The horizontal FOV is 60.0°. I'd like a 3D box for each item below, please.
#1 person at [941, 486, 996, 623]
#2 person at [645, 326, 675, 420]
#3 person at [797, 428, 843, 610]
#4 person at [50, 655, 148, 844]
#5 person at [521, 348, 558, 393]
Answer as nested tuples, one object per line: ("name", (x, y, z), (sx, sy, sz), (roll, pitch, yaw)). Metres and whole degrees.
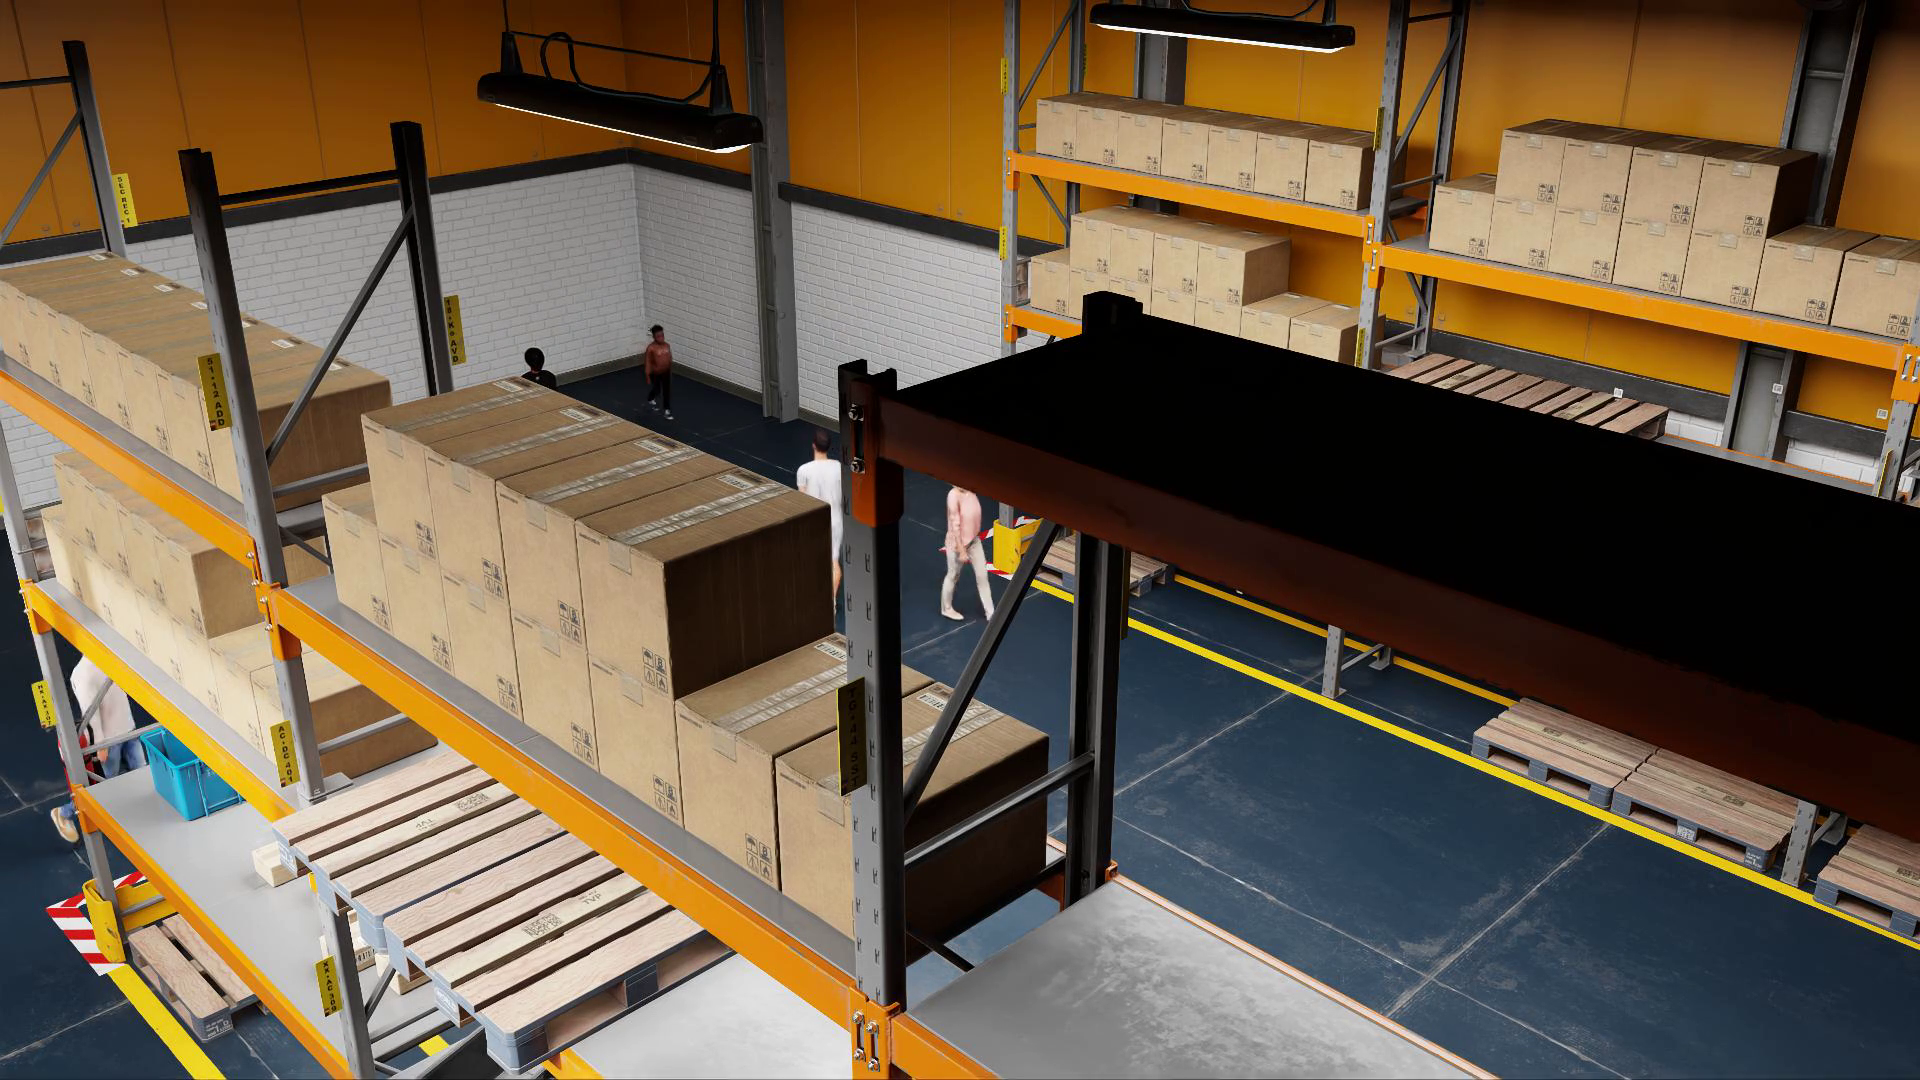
("person", (-0.047, 0.004, 15.922), (1.008, 1.698, 0.725), (15, 28, 30))
("person", (-3.904, -2.186, 21.504), (0.590, 1.240, 0.768), (-20, 31, -38))
("person", (-1.307, -0.152, 16.115), (0.951, 1.829, 1.127), (-9, 25, -21))
("person", (-6.426, 1.452, 12.382), (1.175, 1.880, 1.157), (-2, 24, -4))
("person", (-4.833, -1.424, 19.219), (0.668, 1.674, 0.657), (-10, 25, -21))
